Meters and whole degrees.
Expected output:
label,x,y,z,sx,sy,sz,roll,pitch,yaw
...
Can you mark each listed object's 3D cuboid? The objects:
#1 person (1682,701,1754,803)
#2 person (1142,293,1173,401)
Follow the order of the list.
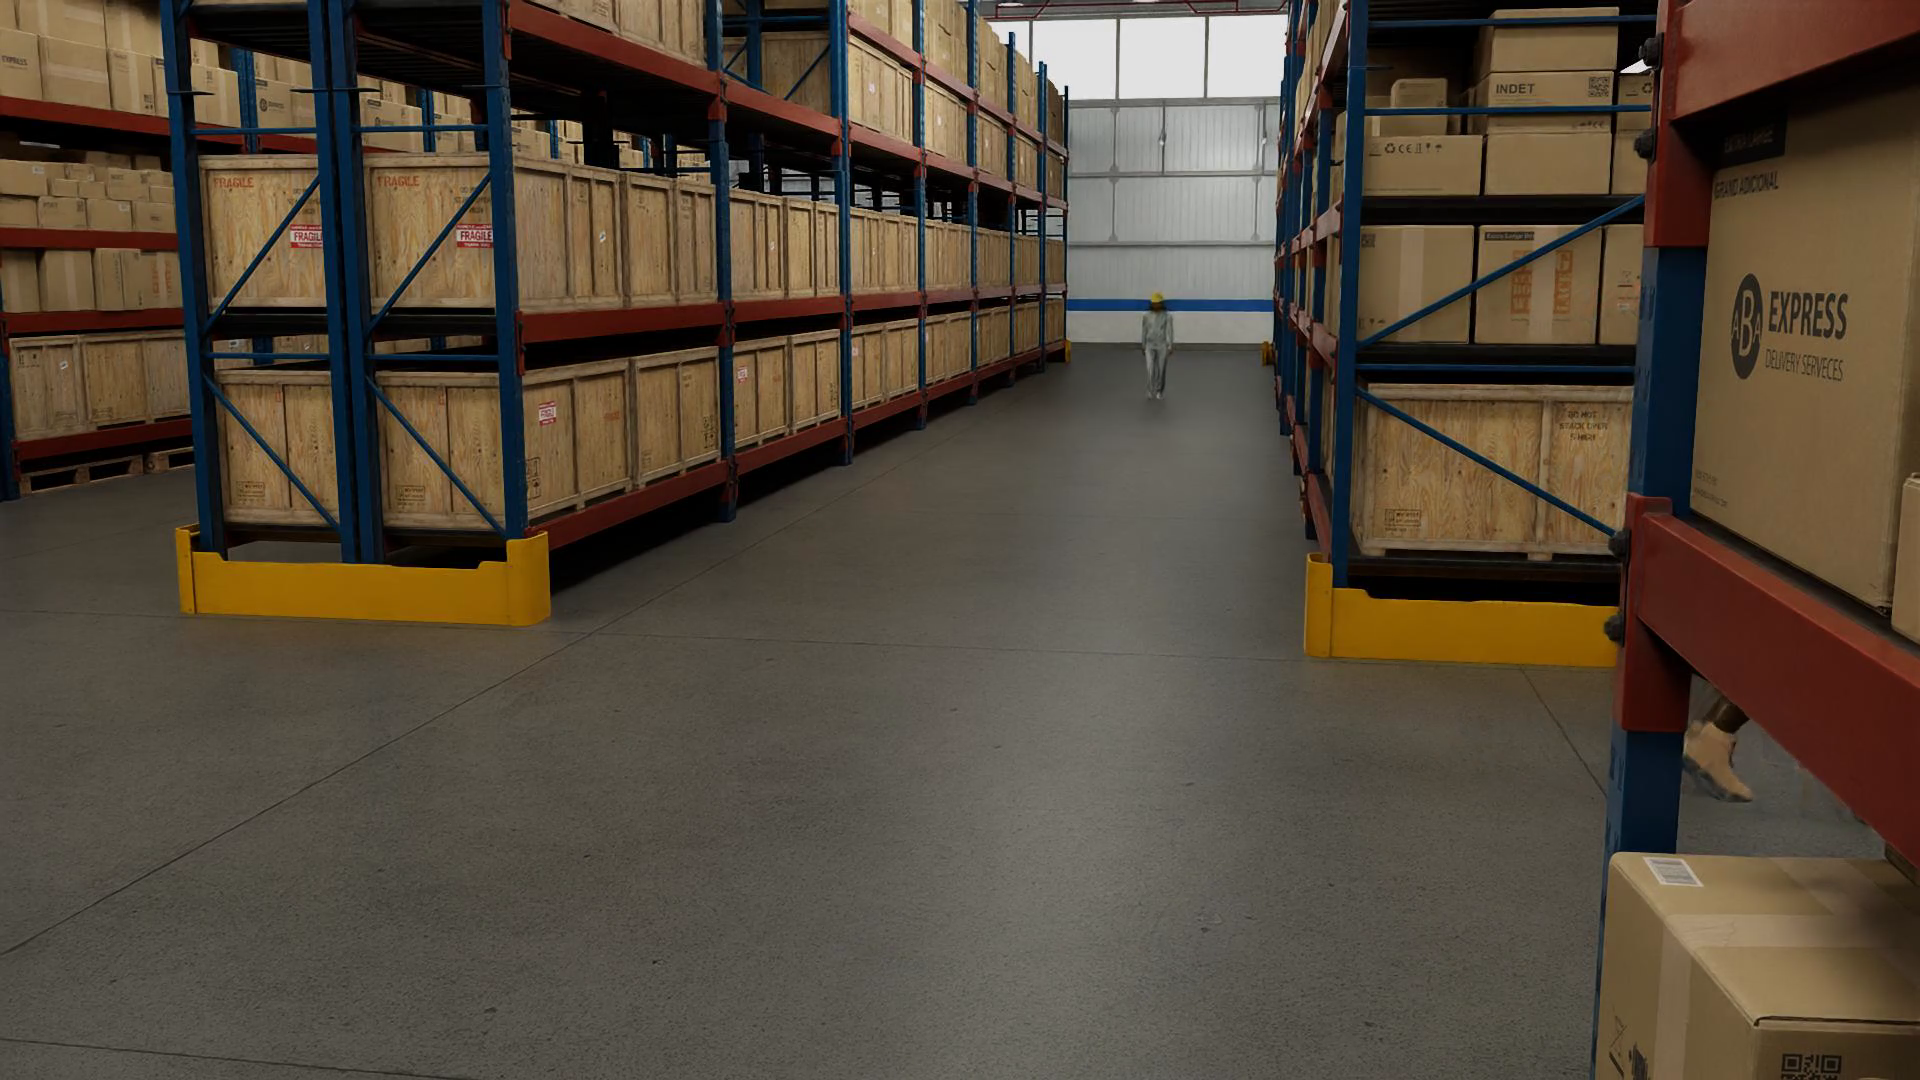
label,x,y,z,sx,sy,sz,roll,pitch,yaw
person,3.191,0.055,6.083,0.996,2.006,0.610,4,10,24
person,3.115,-3.047,26.247,0.502,1.695,0.895,2,9,11
